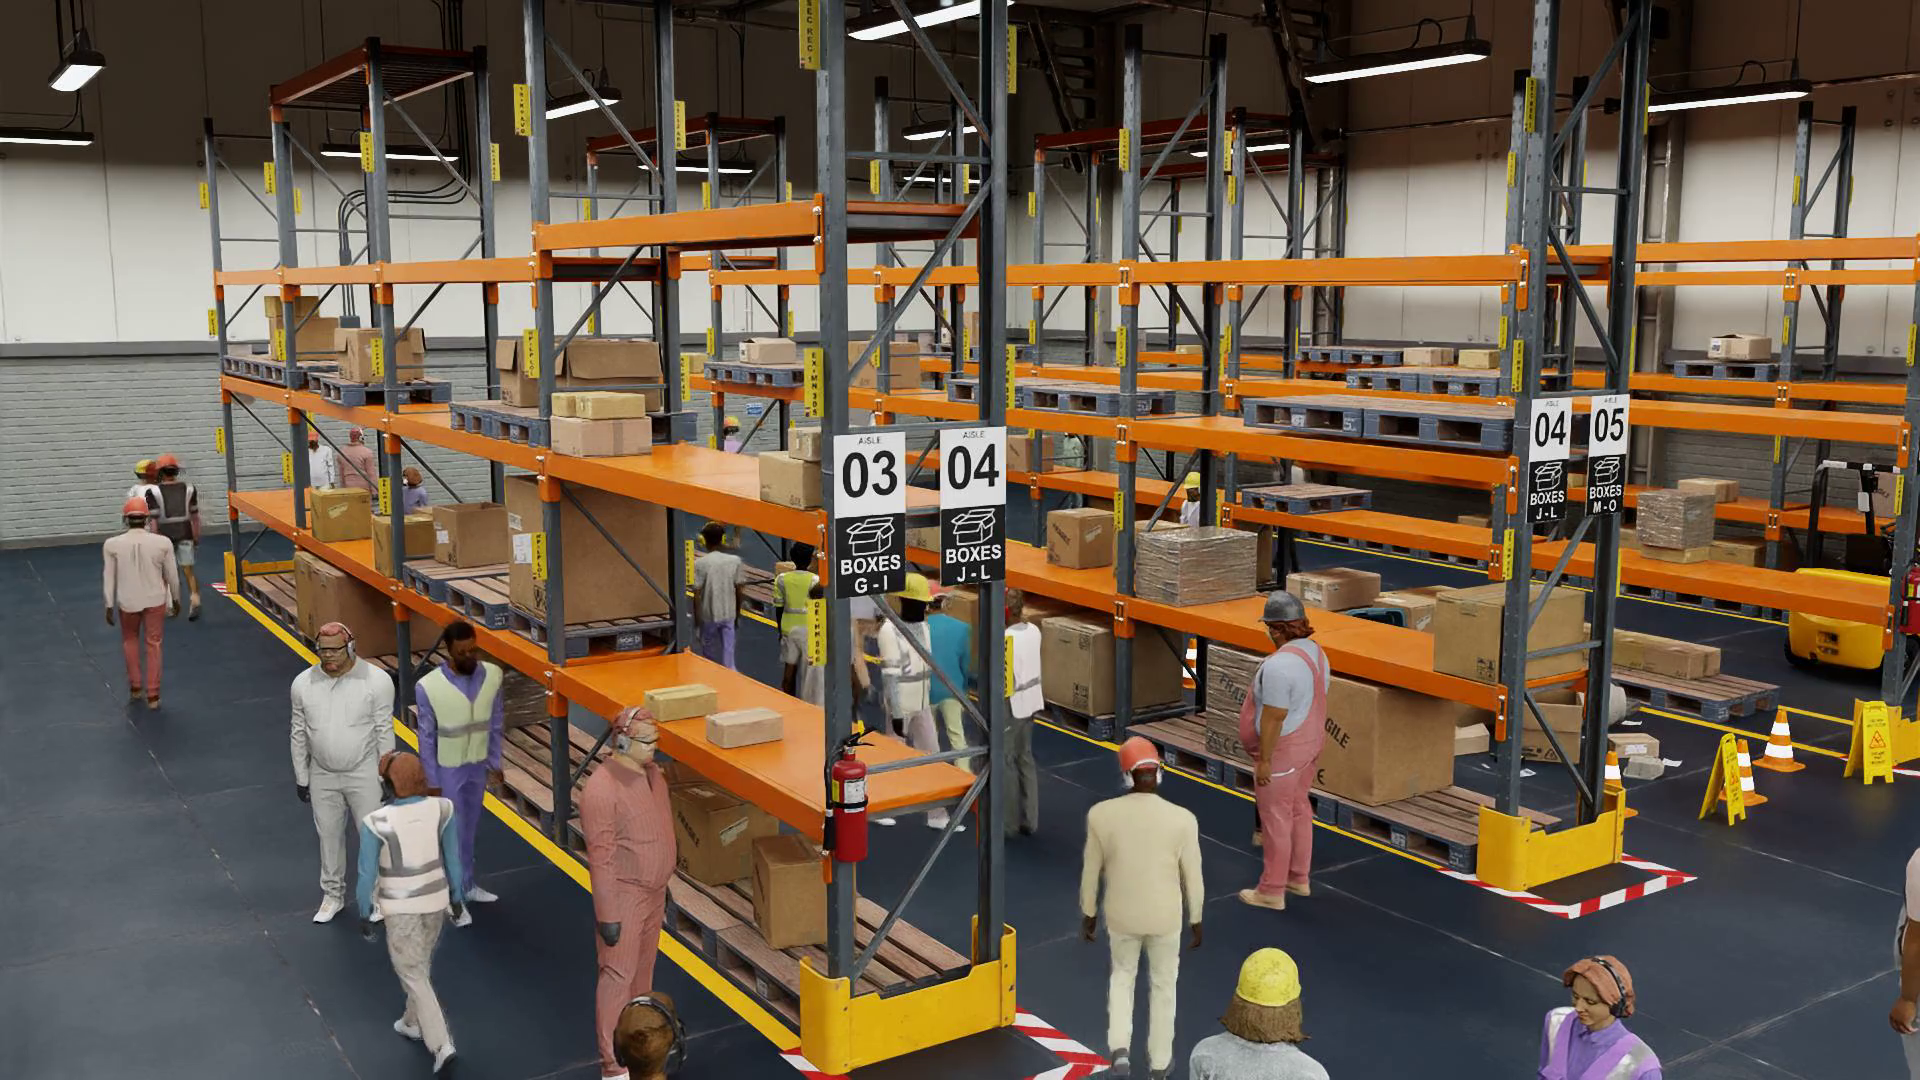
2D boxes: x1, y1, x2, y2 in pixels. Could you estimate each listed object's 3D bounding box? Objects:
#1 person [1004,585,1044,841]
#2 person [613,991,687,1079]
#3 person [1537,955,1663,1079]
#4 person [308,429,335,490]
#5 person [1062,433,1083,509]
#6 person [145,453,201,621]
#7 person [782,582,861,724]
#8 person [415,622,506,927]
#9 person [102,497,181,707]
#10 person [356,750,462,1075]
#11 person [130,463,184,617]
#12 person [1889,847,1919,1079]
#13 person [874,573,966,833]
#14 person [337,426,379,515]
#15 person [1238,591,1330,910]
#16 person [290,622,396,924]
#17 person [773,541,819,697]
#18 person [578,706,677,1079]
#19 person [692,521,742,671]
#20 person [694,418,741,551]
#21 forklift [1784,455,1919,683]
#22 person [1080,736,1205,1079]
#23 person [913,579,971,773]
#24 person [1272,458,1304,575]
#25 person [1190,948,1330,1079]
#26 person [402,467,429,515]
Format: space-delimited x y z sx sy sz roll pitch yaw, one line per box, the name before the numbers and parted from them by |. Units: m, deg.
person | 0.386 1.234 11.802 0.389 1.847 0.574 5 10 32
person | -0.906 2.251 5.017 0.513 1.846 0.340 6 10 34
person | 2.222 2.235 5.842 0.313 1.634 0.514 -4 9 -24
person | -10.293 -0.935 26.584 0.576 1.739 0.349 -4 9 -25
person | 1.959 -1.244 29.041 0.292 1.623 0.501 -5 10 -30
person | -9.322 -0.041 19.780 0.609 2.001 1.009 -8 11 -41
person | -1.018 1.217 12.066 0.558 1.811 1.015 -3 9 -17
person | -3.091 1.427 10.386 0.594 1.888 0.588 7 11 37
person | -7.774 0.562 15.837 0.646 1.962 0.843 -4 9 -23
person | -2.743 1.865 8.405 0.807 1.609 0.518 8 12 44
person | -9.644 0.005 19.983 0.619 1.849 0.568 -1 9 -5
person | 4.203 1.857 6.997 0.684 2.000 0.535 -1 9 -7
person | -0.376 1.172 12.048 0.820 1.897 0.619 6 10 34
person | -8.883 -0.730 24.665 0.642 1.909 0.410 3 9 19
person | 2.055 1.310 10.637 0.535 2.000 0.690 6 11 36
person | -3.809 1.439 10.275 0.635 1.900 0.397 -1 9 -3
person | -1.407 0.836 14.938 0.540 1.696 0.315 2 9 15
person | -1.590 1.750 8.179 0.406 1.903 0.639 2 9 15
person | -2.217 0.739 15.212 0.506 1.826 0.998 -3 9 -19
person | -3.657 -0.861 25.199 0.624 2.001 0.989 -8 12 -42
forklift | 9.643 0.253 17.172 2.313 2.155 1.214 -6 10 -33
person | 0.897 1.832 8.198 0.602 1.721 0.482 2 9 15
person | -0.166 1.143 12.924 0.585 1.693 0.950 -4 10 -27
person | 4.347 -0.376 22.550 0.558 1.829 0.915 -6 10 -34
person | 1.007 2.216 5.595 0.490 1.743 0.324 4 10 27
person | -7.108 -0.140 21.642 0.498 1.634 0.281 6 10 33
